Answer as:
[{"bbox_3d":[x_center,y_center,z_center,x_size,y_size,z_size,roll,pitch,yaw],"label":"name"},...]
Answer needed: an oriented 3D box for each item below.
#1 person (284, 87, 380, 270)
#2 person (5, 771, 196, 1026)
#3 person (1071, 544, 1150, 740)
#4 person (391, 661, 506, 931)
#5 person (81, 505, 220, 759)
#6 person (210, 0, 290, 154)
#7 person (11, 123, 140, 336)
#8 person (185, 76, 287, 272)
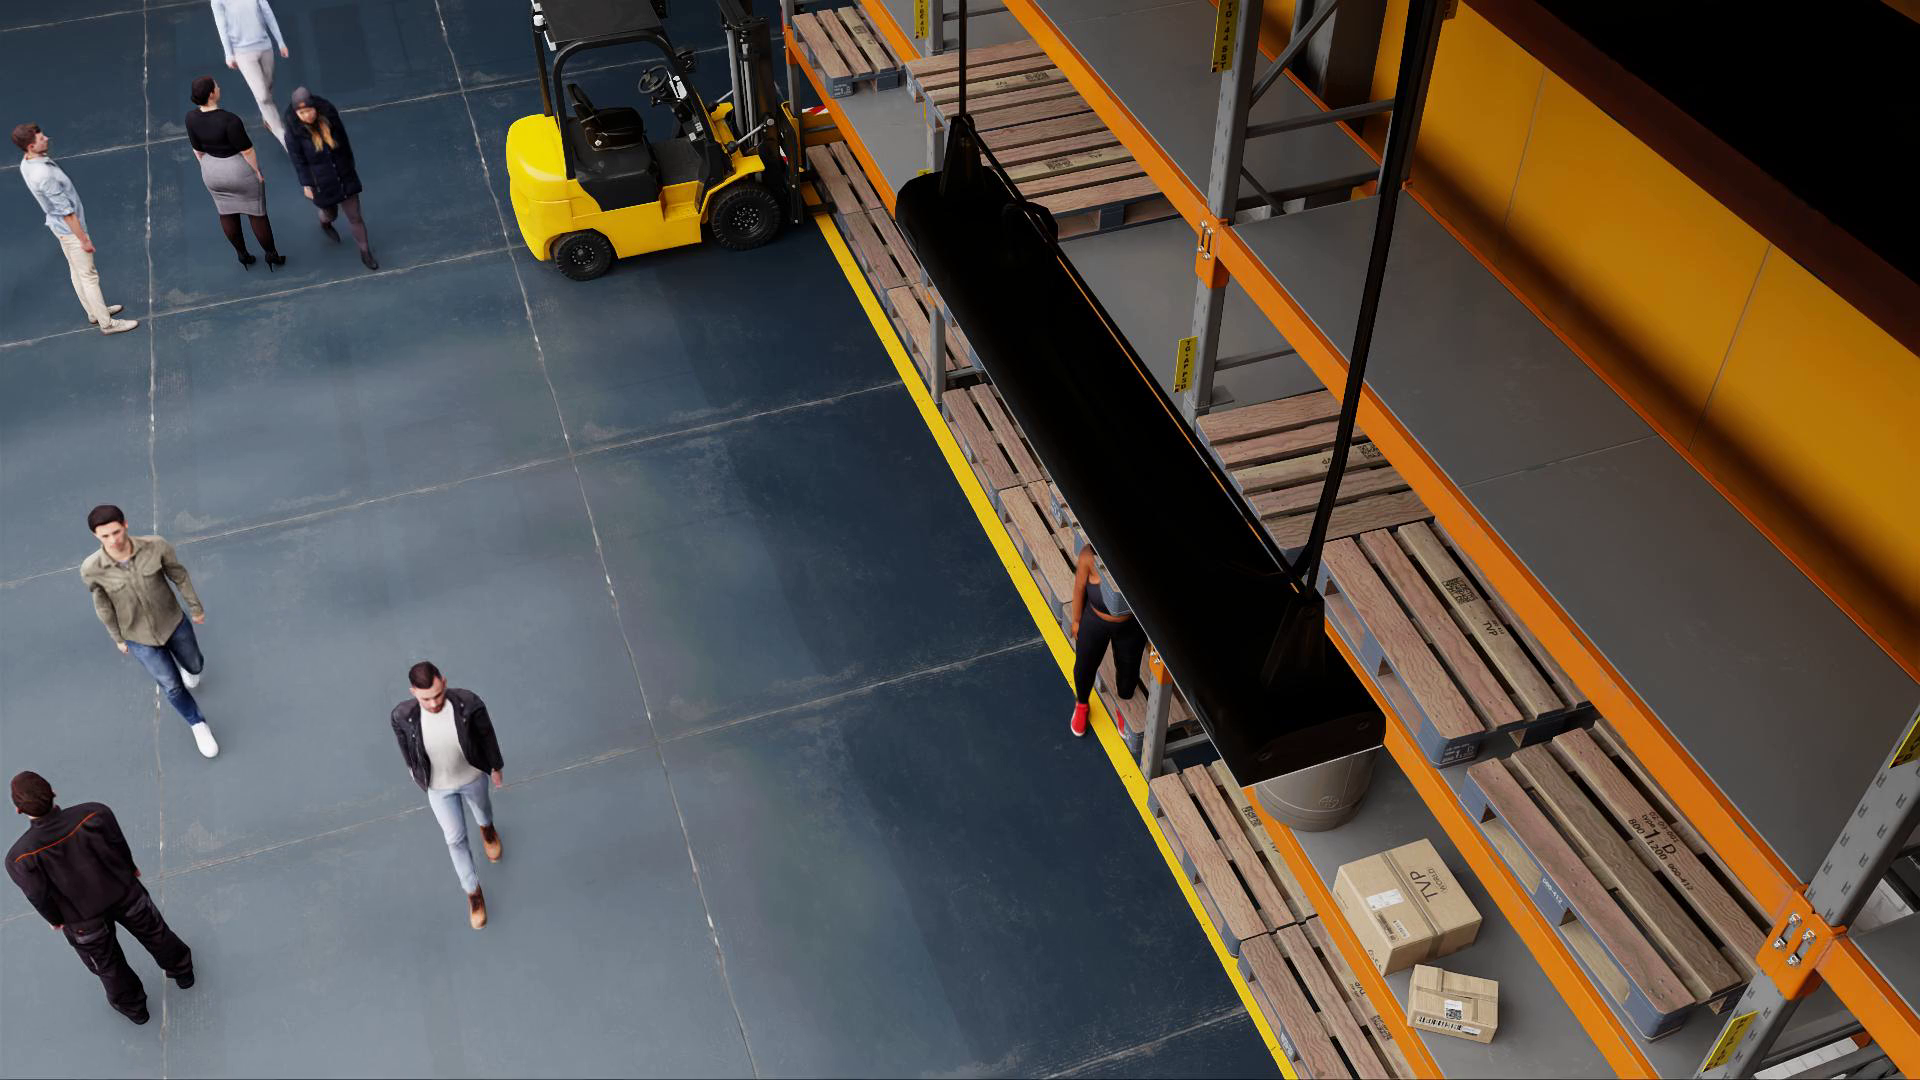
[{"bbox_3d":[-5.366,-3.088,14.062,0.886,1.652,1.120,-32,52,-29],"label":"person"},{"bbox_3d":[-4.515,1.852,8.685,0.758,1.915,0.775,33,53,30],"label":"person"},{"bbox_3d":[0.932,0.499,10.177,0.751,1.816,0.751,2,44,2],"label":"person"},{"bbox_3d":[-2.863,1.248,9.399,0.668,1.806,1.018,-15,46,-15],"label":"person"},{"bbox_3d":[-4.938,0.469,10.188,0.851,1.845,1.128,-24,48,-23],"label":"person"},{"bbox_3d":[-6.622,-4.575,15.471,1.233,1.860,1.017,33,52,29],"label":"person"},{"bbox_3d":[-7.132,-2.489,13.291,0.777,1.848,0.626,-31,52,-29],"label":"person"},{"bbox_3d":[-6.110,-3.055,13.951,0.771,1.756,0.781,5,44,5],"label":"person"}]
